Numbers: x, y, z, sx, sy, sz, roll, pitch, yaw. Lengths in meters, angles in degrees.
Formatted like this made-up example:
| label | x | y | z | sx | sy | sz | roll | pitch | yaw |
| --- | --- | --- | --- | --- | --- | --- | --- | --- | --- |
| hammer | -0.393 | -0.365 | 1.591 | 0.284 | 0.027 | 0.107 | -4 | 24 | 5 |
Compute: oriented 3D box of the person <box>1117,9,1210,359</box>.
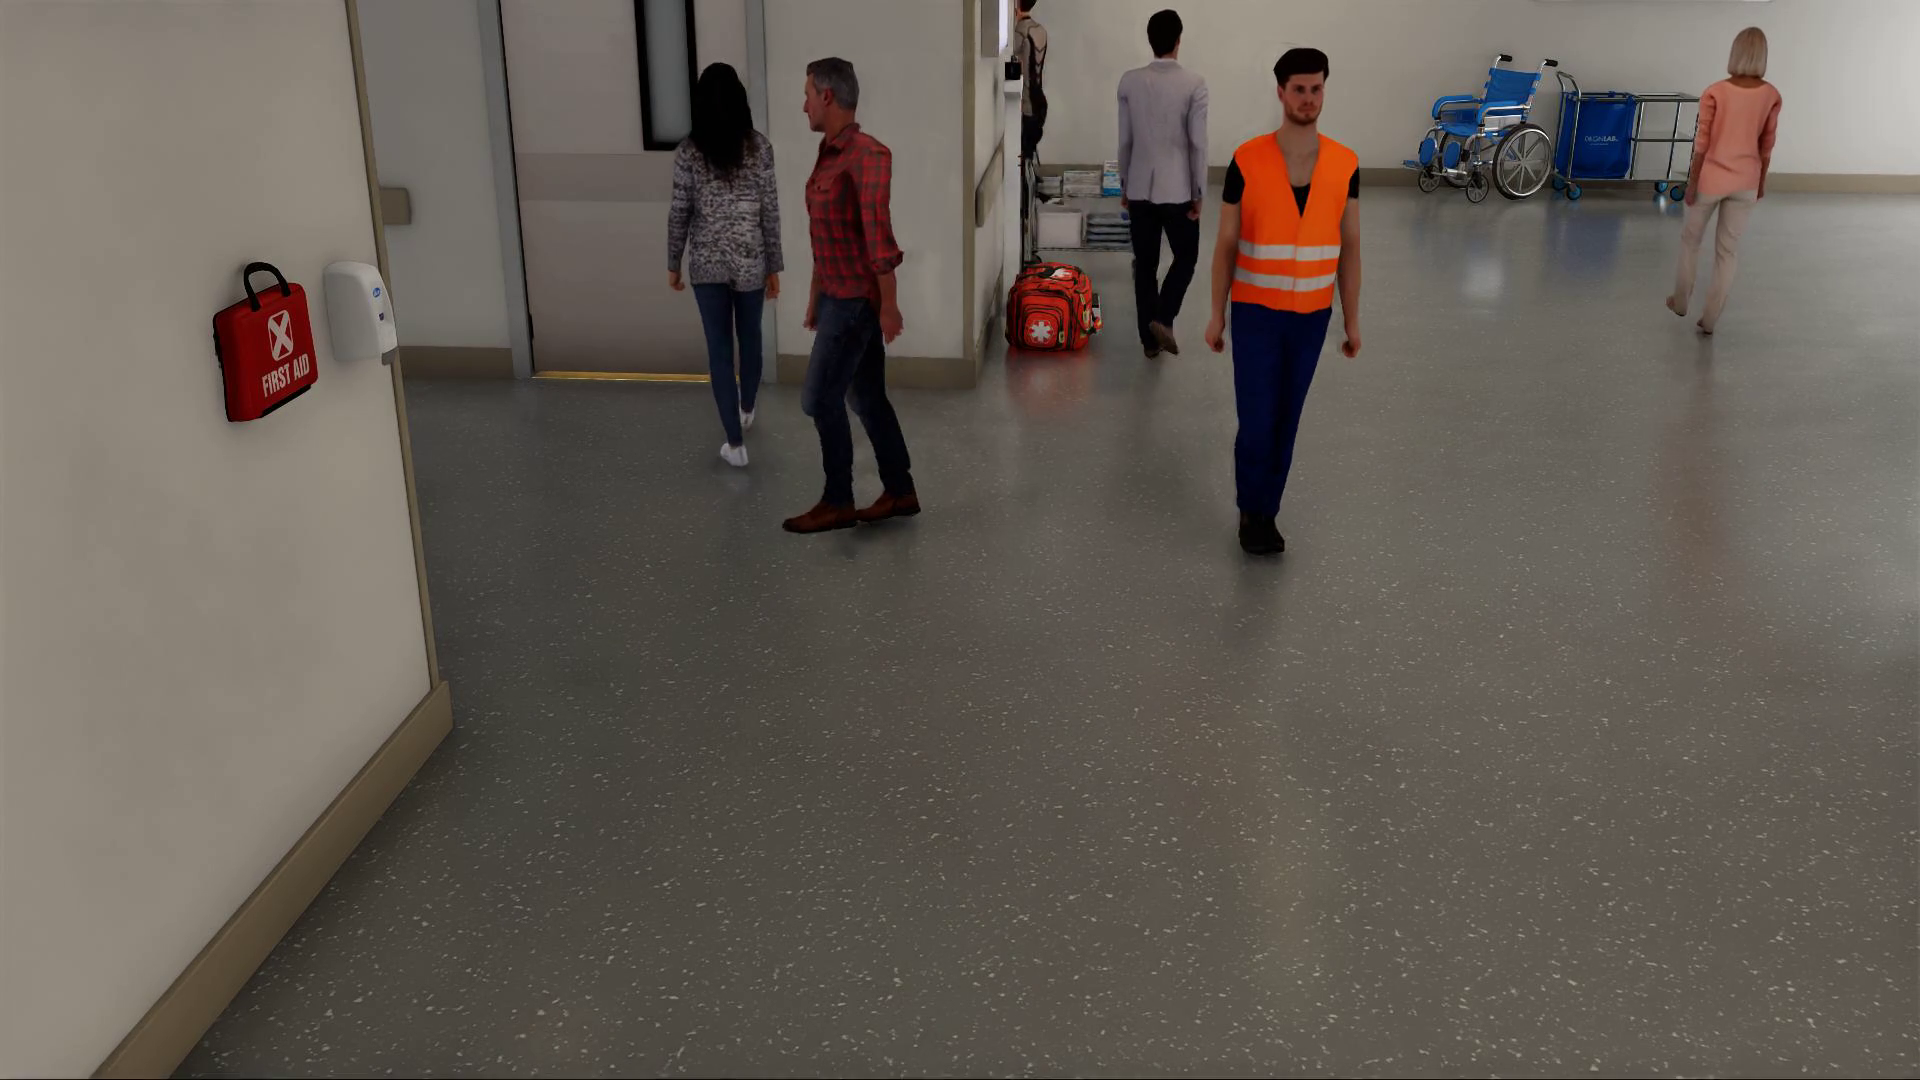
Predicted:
| label | x | y | z | sx | sy | sz | roll | pitch | yaw |
| --- | --- | --- | --- | --- | --- | --- | --- | --- | --- |
| person | 1.038 | -1.853 | 8.870 | 0.803 | 1.836 | 0.889 | 9 | 22 | 22 |

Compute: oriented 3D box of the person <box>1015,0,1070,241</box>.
| label | x | y | z | sx | sy | sz | roll | pitch | yaw |
| --- | --- | --- | --- | --- | --- | --- | --- | --- | --- |
| person | 0.550 | -3.106 | 12.122 | 0.882 | 1.876 | 0.907 | 10 | 23 | 25 |

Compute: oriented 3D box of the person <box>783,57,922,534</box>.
| label | x | y | z | sx | sy | sz | roll | pitch | yaw |
| --- | --- | --- | --- | --- | --- | --- | --- | --- | --- |
| person | -0.323 | -0.941 | 6.509 | 0.948 | 1.803 | 0.911 | -8 | 22 | -20 |

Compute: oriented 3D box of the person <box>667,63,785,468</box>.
| label | x | y | z | sx | sy | sz | roll | pitch | yaw |
| --- | --- | --- | --- | --- | --- | --- | --- | --- | --- |
| person | -0.993 | -1.155 | 7.210 | 0.881 | 1.706 | 1.093 | -6 | 22 | -16 |

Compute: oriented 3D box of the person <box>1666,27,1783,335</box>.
| label | x | y | z | sx | sy | sz | roll | pitch | yaw |
| --- | --- | --- | --- | --- | --- | --- | --- | --- | --- |
| person | 4.398 | -2.026 | 9.510 | 0.667 | 1.706 | 0.878 | 4 | 21 | 10 |

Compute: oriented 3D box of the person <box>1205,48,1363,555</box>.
| label | x | y | z | sx | sy | sz | roll | pitch | yaw |
| --- | --- | --- | --- | --- | --- | --- | --- | --- | --- |
| person | 1.184 | -0.884 | 6.255 | 0.766 | 1.875 | 0.758 | -2 | 21 | -5 |
